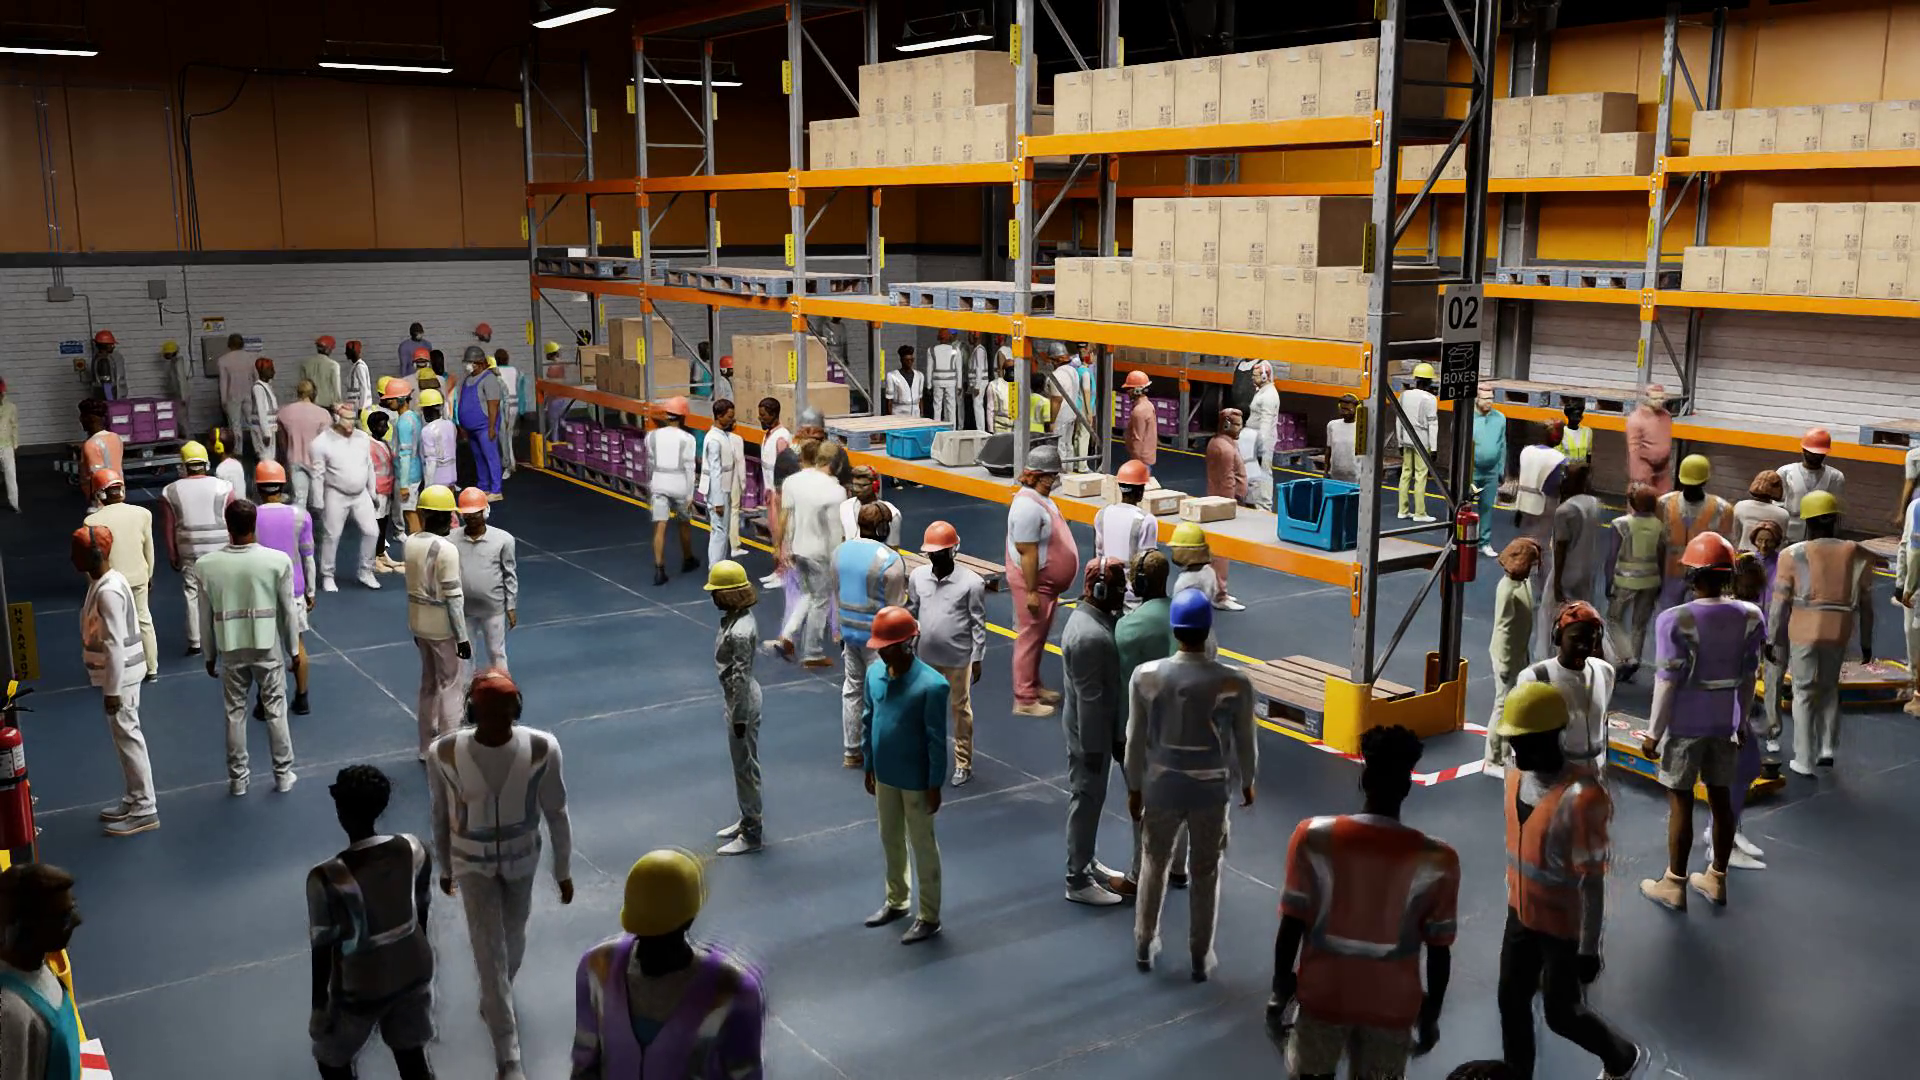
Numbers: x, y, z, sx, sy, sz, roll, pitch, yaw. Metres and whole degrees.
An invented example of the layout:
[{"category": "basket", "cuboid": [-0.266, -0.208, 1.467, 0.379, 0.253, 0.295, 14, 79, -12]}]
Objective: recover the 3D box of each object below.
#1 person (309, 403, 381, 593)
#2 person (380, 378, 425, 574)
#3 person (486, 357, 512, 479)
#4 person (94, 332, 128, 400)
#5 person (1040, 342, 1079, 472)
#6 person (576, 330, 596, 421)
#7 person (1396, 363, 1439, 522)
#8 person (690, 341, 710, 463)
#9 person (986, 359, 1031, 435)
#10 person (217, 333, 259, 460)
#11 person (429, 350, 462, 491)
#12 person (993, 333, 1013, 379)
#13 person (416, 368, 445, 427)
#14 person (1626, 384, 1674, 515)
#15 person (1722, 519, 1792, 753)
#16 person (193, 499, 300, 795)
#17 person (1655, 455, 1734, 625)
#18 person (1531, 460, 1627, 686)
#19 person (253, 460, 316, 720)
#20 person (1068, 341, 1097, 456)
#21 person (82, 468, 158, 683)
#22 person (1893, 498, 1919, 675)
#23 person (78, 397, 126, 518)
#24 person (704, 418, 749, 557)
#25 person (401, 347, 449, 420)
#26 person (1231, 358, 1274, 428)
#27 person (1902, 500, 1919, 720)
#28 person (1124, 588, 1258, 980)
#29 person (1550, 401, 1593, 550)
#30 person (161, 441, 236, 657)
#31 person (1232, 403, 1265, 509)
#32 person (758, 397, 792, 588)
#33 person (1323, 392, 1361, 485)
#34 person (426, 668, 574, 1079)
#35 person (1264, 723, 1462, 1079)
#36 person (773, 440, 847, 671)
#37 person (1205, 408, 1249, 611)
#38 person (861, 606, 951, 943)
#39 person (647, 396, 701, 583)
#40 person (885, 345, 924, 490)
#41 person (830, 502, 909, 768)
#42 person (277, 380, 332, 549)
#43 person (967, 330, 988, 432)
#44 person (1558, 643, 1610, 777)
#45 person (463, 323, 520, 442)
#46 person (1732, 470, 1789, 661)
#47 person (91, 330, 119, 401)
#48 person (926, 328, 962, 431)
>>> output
[{"category": "person", "cuboid": [-6.020, -0.405, 16.371, 0.731, 1.869, 0.694, 9, 14, 39]}, {"category": "person", "cuboid": [-5.750, -0.661, 17.261, 0.402, 2.035, 0.606, -2, 11, -9]}, {"category": "person", "cuboid": [-6.574, -1.714, 23.412, 0.486, 1.736, 0.323, 1, 11, 6]}, {"category": "person", "cuboid": [-13.114, -2.266, 25.734, 0.428, 1.935, 0.615, 0, 11, -1]}, {"category": "person", "cuboid": [1.286, -1.635, 22.220, 0.537, 2.000, 0.679, 5, 12, 24]}, {"category": "person", "cuboid": [-6.050, -2.489, 27.069, 0.328, 1.861, 0.506, -3, 11, -14]}, {"category": "person", "cuboid": [5.564, -1.179, 20.182, 0.381, 1.923, 0.602, -7, 13, -32]}, {"category": "person", "cuboid": [-3.897, -2.074, 25.032, 0.374, 1.831, 0.578, 2, 11, 11]}, {"category": "person", "cuboid": [0.649, -1.451, 21.790, 0.622, 1.845, 0.429, -3, 12, -16]}, {"category": "person", "cuboid": [-10.924, -2.174, 25.260, 0.633, 1.942, 0.366, -10, 15, -40]}, {"category": "person", "cuboid": [-6.989, -1.593, 22.311, 0.392, 1.922, 0.593, 10, 15, 41]}, {"category": "person", "cuboid": [0.736, -2.569, 27.542, 0.398, 1.834, 0.564, 2, 11, 11]}, {"category": "person", "cuboid": [-6.898, -1.384, 21.731, 0.321, 1.738, 0.487, 3, 12, 17]}, {"category": "person", "cuboid": [7.552, -0.747, 18.103, 0.661, 1.894, 0.499, -5, 12, -24]}, {"category": "person", "cuboid": [5.556, 0.653, 11.565, 0.522, 1.631, 0.322, 5, 12, 23]}, {"category": "person", "cuboid": [-4.542, 0.693, 10.642, 0.590, 1.912, 0.388, -3, 11, -14]}, {"category": "person", "cuboid": [5.612, 0.275, 12.813, 0.598, 1.896, 0.444, 8, 14, 37]}, {"category": "person", "cuboid": [4.857, 0.279, 13.041, 0.502, 1.814, 0.827, -6, 13, -28]}, {"category": "person", "cuboid": [-5.050, 0.366, 12.297, 0.548, 1.923, 0.390, -7, 13, -32]}, {"category": "person", "cuboid": [1.875, -2.225, 25.532, 0.542, 1.928, 0.374, -4, 12, -19]}, {"category": "person", "cuboid": [-6.600, 0.303, 13.056, 0.336, 1.744, 0.563, 7, 13, 31]}, {"category": "person", "cuboid": [7.298, 0.344, 12.470, 0.398, 1.898, 0.654, -4, 12, -19]}, {"category": "person", "cuboid": [-8.283, -0.398, 16.079, 0.368, 1.966, 0.602, -1, 11, -6]}, {"category": "person", "cuboid": [-2.546, -0.629, 18.119, 0.503, 1.632, 0.271, 5, 12, 23]}, {"category": "person", "cuboid": [-7.028, -1.533, 21.853, 0.617, 1.986, 0.411, -3, 11, -15]}, {"category": "person", "cuboid": [4.111, -1.926, 23.706, 0.535, 2.000, 0.682, -7, 13, -34]}, {"category": "person", "cuboid": [7.251, 0.325, 12.179, 0.615, 2.042, 0.374, 3, 12, 16]}, {"category": "person", "cuboid": [1.112, 1.187, 8.042, 0.627, 1.942, 0.450, 3, 11, 16]}, {"category": "person", "cuboid": [6.717, -0.699, 18.342, 0.538, 1.686, 0.319, -3, 11, -14]}, {"category": "person", "cuboid": [-6.373, 0.080, 14.019, 0.593, 1.824, 0.403, -3, 12, -17]}, {"category": "person", "cuboid": [3.084, -0.685, 18.333, 0.545, 1.648, 0.845, -1, 11, -5]}, {"category": "person", "cuboid": [-1.823, -0.480, 16.656, 0.405, 1.909, 0.597, -4, 12, -18]}, {"category": "person", "cuboid": [4.067, -0.630, 17.534, 0.521, 1.865, 0.327, 6, 12, 27]}, {"category": "person", "cuboid": [-2.031, 1.388, 7.354, 0.588, 1.827, 0.996, -4, 12, -20]}, {"category": "person", "cuboid": [1.411, 1.613, 5.882, 0.657, 1.933, 0.604, 3, 11, 15]}, {"category": "person", "cuboid": [-1.160, 0.147, 13.444, 0.514, 1.906, 0.668, -9, 14, -38]}, {"category": "person", "cuboid": [2.519, -0.295, 15.724, 0.404, 1.903, 0.636, 0, 11, -1]}, {"category": "person", "cuboid": [-0.307, 1.187, 8.552, 0.575, 1.740, 0.349, 10, 15, 41]}, {"category": "person", "cuboid": [-2.921, -0.521, 16.959, 0.562, 1.878, 0.982, 2, 11, 8]}, {"category": "person", "cuboid": [-0.738, -1.669, 22.584, 0.602, 1.967, 0.366, -7, 13, -32]}, {"category": "person", "cuboid": [-0.573, 0.655, 11.041, 0.631, 1.836, 0.429, 10, 15, 42]}, {"category": "person", "cuboid": [-7.251, -0.841, 18.561, 0.635, 1.881, 0.952, 0, 11, 0]}, {"category": "person", "cuboid": [0.280, -2.543, 27.296, 0.368, 1.878, 0.584, -1, 11, -4]}, {"category": "person", "cuboid": [3.139, 1.250, 8.488, 0.309, 1.640, 0.513, 3, 12, 16]}, {"category": "person", "cuboid": [-7.794, -2.586, 27.353, 0.627, 1.938, 1.051, 7, 13, 34]}, {"category": "person", "cuboid": [6.596, 0.228, 13.763, 0.288, 1.626, 0.496, -6, 13, -29]}, {"category": "person", "cuboid": [-12.446, -2.041, 24.319, 0.406, 2.035, 0.610, -8, 13, -34]}, {"category": "person", "cuboid": [-0.259, -2.531, 27.206, 0.585, 1.882, 0.337, 1, 11, 4]}]
